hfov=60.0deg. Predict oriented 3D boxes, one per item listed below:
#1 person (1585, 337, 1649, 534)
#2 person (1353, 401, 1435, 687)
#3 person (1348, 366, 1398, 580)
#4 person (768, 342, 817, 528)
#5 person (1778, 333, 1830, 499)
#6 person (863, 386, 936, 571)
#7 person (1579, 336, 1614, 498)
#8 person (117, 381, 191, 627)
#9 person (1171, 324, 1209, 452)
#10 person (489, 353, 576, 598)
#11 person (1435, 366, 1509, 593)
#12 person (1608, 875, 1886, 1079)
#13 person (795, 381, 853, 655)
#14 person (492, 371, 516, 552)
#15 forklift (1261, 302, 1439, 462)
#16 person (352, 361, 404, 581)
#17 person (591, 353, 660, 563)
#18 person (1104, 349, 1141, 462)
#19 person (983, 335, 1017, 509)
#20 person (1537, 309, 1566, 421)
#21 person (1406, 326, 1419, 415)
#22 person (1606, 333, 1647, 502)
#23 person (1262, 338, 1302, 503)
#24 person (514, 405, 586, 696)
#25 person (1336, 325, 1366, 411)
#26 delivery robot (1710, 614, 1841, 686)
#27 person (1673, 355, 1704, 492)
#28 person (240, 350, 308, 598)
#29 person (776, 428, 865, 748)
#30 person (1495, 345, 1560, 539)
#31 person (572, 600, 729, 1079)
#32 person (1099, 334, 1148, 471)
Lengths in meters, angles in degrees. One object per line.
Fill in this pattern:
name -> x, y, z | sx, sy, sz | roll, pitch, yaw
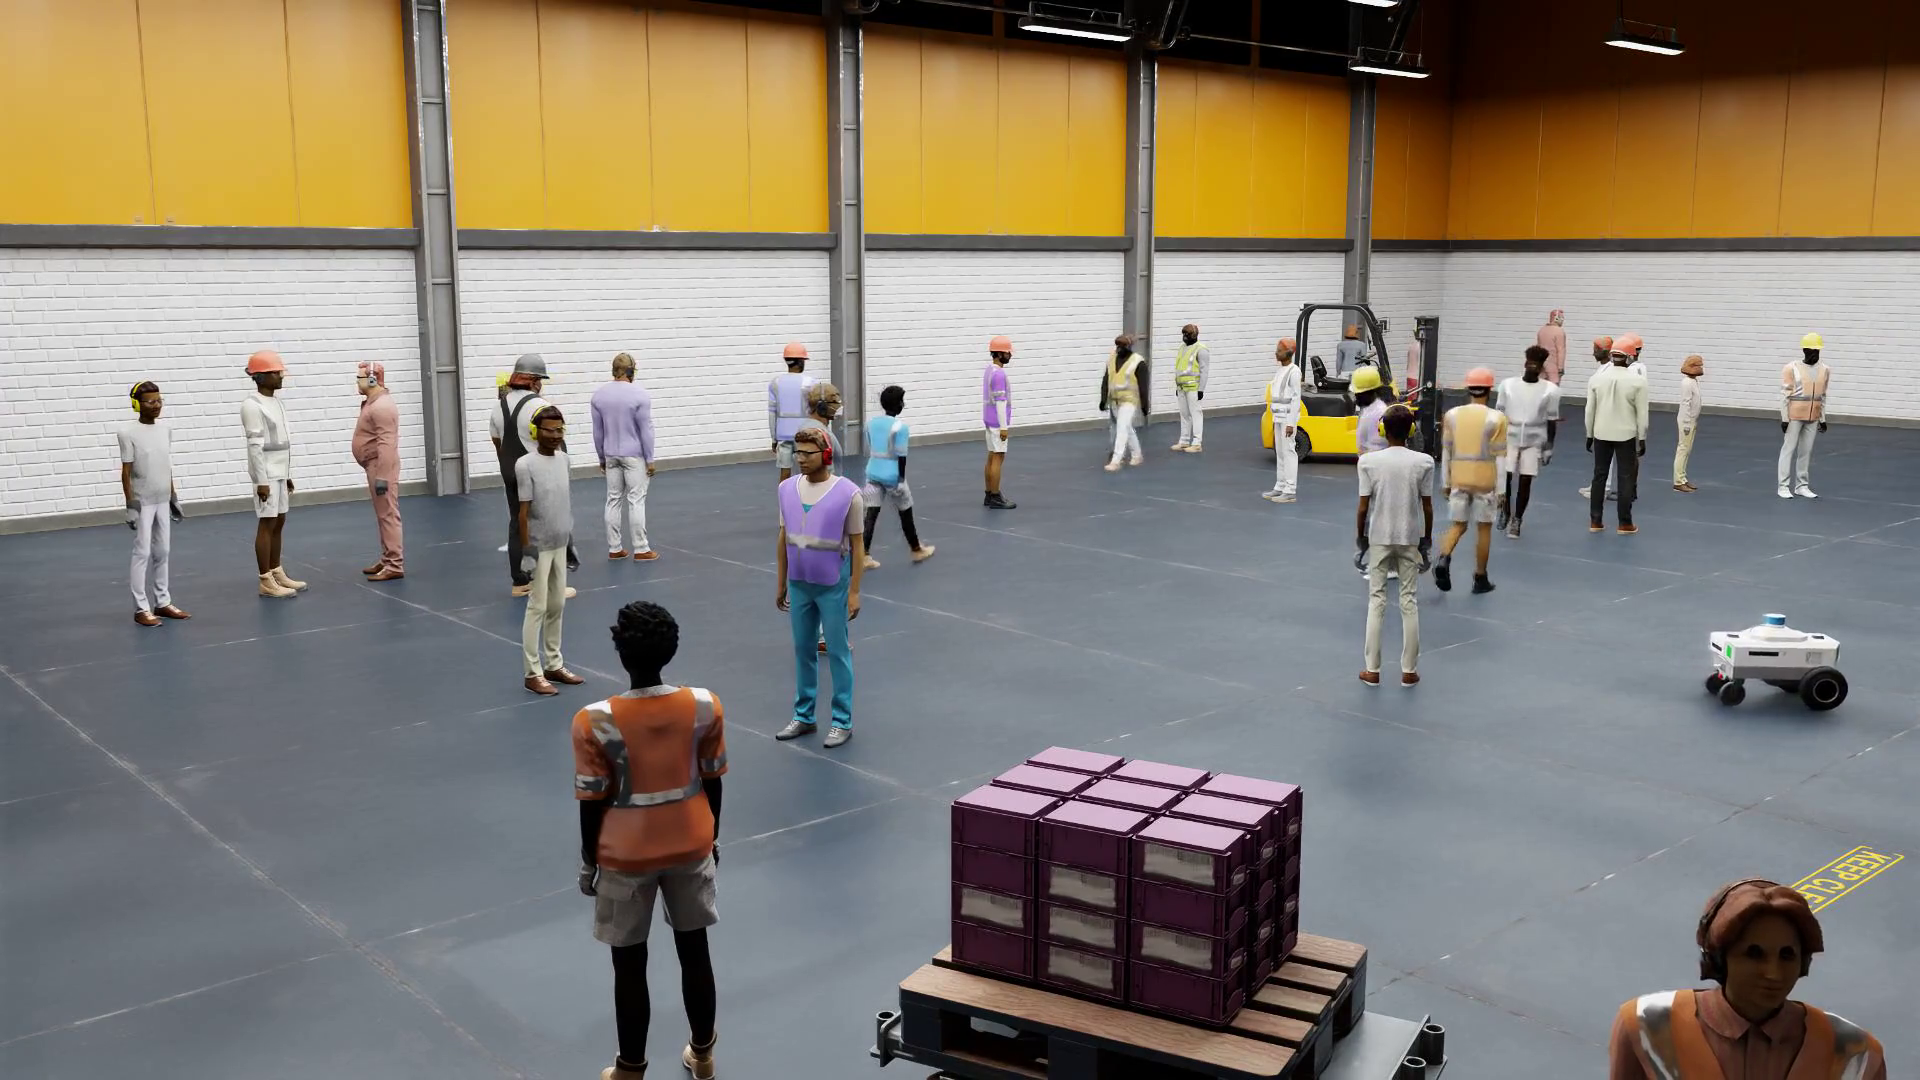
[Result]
person -> 6.676, -1.058, 16.912 | 0.616, 1.993, 0.395 | 8, 13, 39
person -> 2.841, 0.031, 10.892 | 0.509, 1.876, 0.328 | 1, 10, 9
person -> 3.577, -0.570, 14.380 | 0.544, 1.880, 0.605 | 1, 10, 5
person -> -1.703, -1.073, 17.181 | 0.547, 1.934, 0.376 | 2, 10, 13
person -> 9.830, -1.443, 19.362 | 0.585, 1.928, 0.379 | -2, 10, -9
person -> -0.599, -0.566, 15.005 | 0.547, 1.644, 0.859 | 9, 13, 41
person -> 7.483, -1.426, 19.387 | 0.355, 1.887, 0.574 | 2, 10, 12
person -> -6.180, -0.283, 12.749 | 0.332, 1.870, 0.514 | 3, 10, 18
person -> 3.302, -2.182, 23.949 | 0.429, 1.840, 0.637 | -5, 11, -27
person -> -3.483, -0.529, 13.683 | 0.681, 2.000, 0.538 | 6, 11, 32
person -> 4.231, -0.480, 13.788 | 0.566, 1.917, 0.630 | 9, 13, 42
person -> 1.506, 1.447, 3.275 | 0.517, 1.645, 0.307 | 3, 10, 14
person -> -0.986, -0.155, 11.789 | 0.354, 1.938, 0.636 | -3, 10, -18
person -> -4.211, -0.752, 15.900 | 0.457, 1.724, 0.499 | -8, 13, -41
forklift -> 5.320, -2.157, 22.763 | 2.313, 2.155, 1.214 | 3, 10, 16
person -> -5.074, -0.599, 14.484 | 0.401, 1.910, 0.642 | -4, 10, -21
person -> -3.071, -0.748, 15.281 | 0.627, 1.934, 0.372 | 4, 10, 21
person -> 2.242, -1.889, 22.880 | 0.511, 1.617, 0.512 | 3, 10, 15
person -> 0.445, -1.317, 18.594 | 0.357, 1.936, 0.551 | -2, 10, -12
person -> 10.175, -2.996, 28.538 | 0.399, 1.903, 0.643 | -3, 10, -17
person -> 7.179, -2.508, 26.080 | 0.329, 1.765, 0.526 | -2, 10, -11
person -> 7.675, -1.407, 19.129 | 0.355, 1.934, 0.553 | 6, 11, 32
person -> 3.719, -1.372, 19.075 | 0.356, 1.885, 0.572 | -1, 10, -8
person -> -2.652, 0.060, 10.768 | 0.325, 1.858, 0.516 | 4, 11, 24
person -> 6.706, -2.867, 28.560 | 0.499, 1.634, 0.279 | 3, 10, 17
delivery robot -> 5.134, 0.710, 10.495 | 0.707, 0.478, 0.477 | 1, 10, 5
person -> 8.750, -1.397, 19.943 | 0.276, 1.636, 0.507 | 6, 11, 32
person -> -5.686, -0.547, 13.770 | 0.364, 2.048, 0.608 | -1, 10, -3
person -> -0.806, 0.265, 9.603 | 0.572, 1.844, 0.376 | 5, 11, 29
person -> 5.600, -0.969, 16.538 | 0.642, 1.938, 0.415 | 4, 10, 22
person -> -1.021, 1.035, 5.526 | 0.535, 1.700, 0.318 | -6, 11, -31
person -> 2.200, -1.833, 22.084 | 0.947, 1.801, 0.606 | -9, 13, -42
